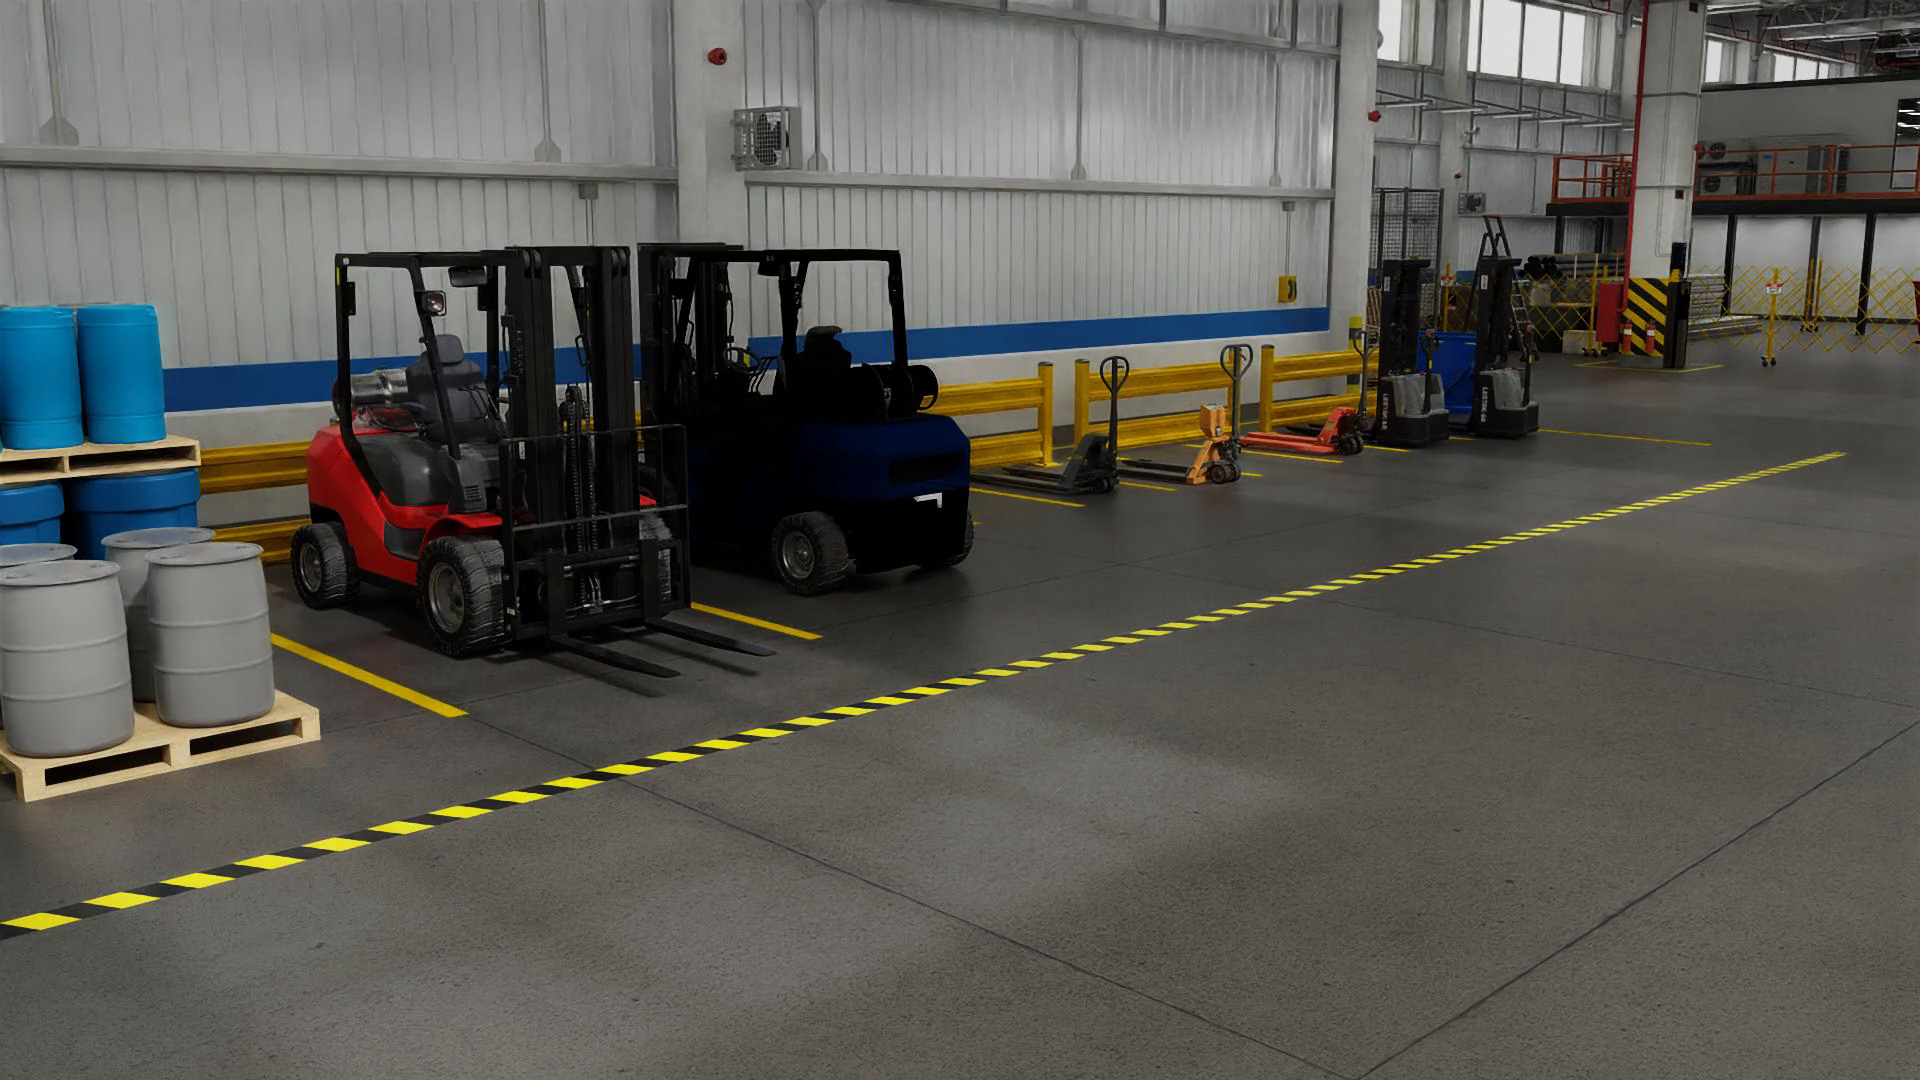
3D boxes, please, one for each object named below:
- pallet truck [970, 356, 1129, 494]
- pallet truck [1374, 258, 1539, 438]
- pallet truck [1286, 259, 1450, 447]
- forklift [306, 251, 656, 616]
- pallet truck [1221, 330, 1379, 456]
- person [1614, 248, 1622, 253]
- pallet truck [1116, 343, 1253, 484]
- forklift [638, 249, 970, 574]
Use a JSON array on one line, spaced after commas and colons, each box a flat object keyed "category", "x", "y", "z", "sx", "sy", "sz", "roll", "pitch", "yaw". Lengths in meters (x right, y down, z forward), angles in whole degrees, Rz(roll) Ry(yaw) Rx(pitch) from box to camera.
[{"category": "pallet truck", "x": 0.784, "y": -1.085, "z": 14.876, "sx": 0.680, "sy": 1.201, "sz": 1.601, "roll": -10, "pitch": 14, "yaw": -44}, {"category": "pallet truck", "x": 5.704, "y": -2.208, "z": 18.901, "sx": 1.885, "sy": 1.965, "sz": 0.823, "roll": 10, "pitch": 14, "yaw": 43}, {"category": "pallet truck", "x": 4.493, "y": -2.078, "z": 18.196, "sx": 0.823, "sy": 1.965, "sz": 1.885, "roll": -9, "pitch": 14, "yaw": -40}, {"category": "forklift", "x": -2.833, "y": -0.669, "z": 9.694, "sx": 1.157, "sy": 1.987, "sz": 2.680, "roll": -10, "pitch": 14, "yaw": -44}, {"category": "pallet truck", "x": 3.563, "y": -1.581, "z": 17.381, "sx": 0.653, "sy": 1.274, "sz": 1.630, "roll": -10, "pitch": 14, "yaw": -44}, {"category": "person", "x": 18.060, "y": -7.078, "z": 45.769, "sx": 0.572, "sy": 1.883, "sz": 0.353, "roll": -10, "pitch": 14, "yaw": -42}, {"category": "pallet truck", "x": 1.962, "y": -1.215, "z": 15.415, "sx": 1.522, "sy": 1.261, "sz": 0.704, "roll": 10, "pitch": 14, "yaw": 43}, {"category": "forklift", "x": -1.173, "y": -0.958, "z": 11.239, "sx": 2.680, "sy": 1.987, "sz": 1.157, "roll": 10, "pitch": 14, "yaw": 43}]
